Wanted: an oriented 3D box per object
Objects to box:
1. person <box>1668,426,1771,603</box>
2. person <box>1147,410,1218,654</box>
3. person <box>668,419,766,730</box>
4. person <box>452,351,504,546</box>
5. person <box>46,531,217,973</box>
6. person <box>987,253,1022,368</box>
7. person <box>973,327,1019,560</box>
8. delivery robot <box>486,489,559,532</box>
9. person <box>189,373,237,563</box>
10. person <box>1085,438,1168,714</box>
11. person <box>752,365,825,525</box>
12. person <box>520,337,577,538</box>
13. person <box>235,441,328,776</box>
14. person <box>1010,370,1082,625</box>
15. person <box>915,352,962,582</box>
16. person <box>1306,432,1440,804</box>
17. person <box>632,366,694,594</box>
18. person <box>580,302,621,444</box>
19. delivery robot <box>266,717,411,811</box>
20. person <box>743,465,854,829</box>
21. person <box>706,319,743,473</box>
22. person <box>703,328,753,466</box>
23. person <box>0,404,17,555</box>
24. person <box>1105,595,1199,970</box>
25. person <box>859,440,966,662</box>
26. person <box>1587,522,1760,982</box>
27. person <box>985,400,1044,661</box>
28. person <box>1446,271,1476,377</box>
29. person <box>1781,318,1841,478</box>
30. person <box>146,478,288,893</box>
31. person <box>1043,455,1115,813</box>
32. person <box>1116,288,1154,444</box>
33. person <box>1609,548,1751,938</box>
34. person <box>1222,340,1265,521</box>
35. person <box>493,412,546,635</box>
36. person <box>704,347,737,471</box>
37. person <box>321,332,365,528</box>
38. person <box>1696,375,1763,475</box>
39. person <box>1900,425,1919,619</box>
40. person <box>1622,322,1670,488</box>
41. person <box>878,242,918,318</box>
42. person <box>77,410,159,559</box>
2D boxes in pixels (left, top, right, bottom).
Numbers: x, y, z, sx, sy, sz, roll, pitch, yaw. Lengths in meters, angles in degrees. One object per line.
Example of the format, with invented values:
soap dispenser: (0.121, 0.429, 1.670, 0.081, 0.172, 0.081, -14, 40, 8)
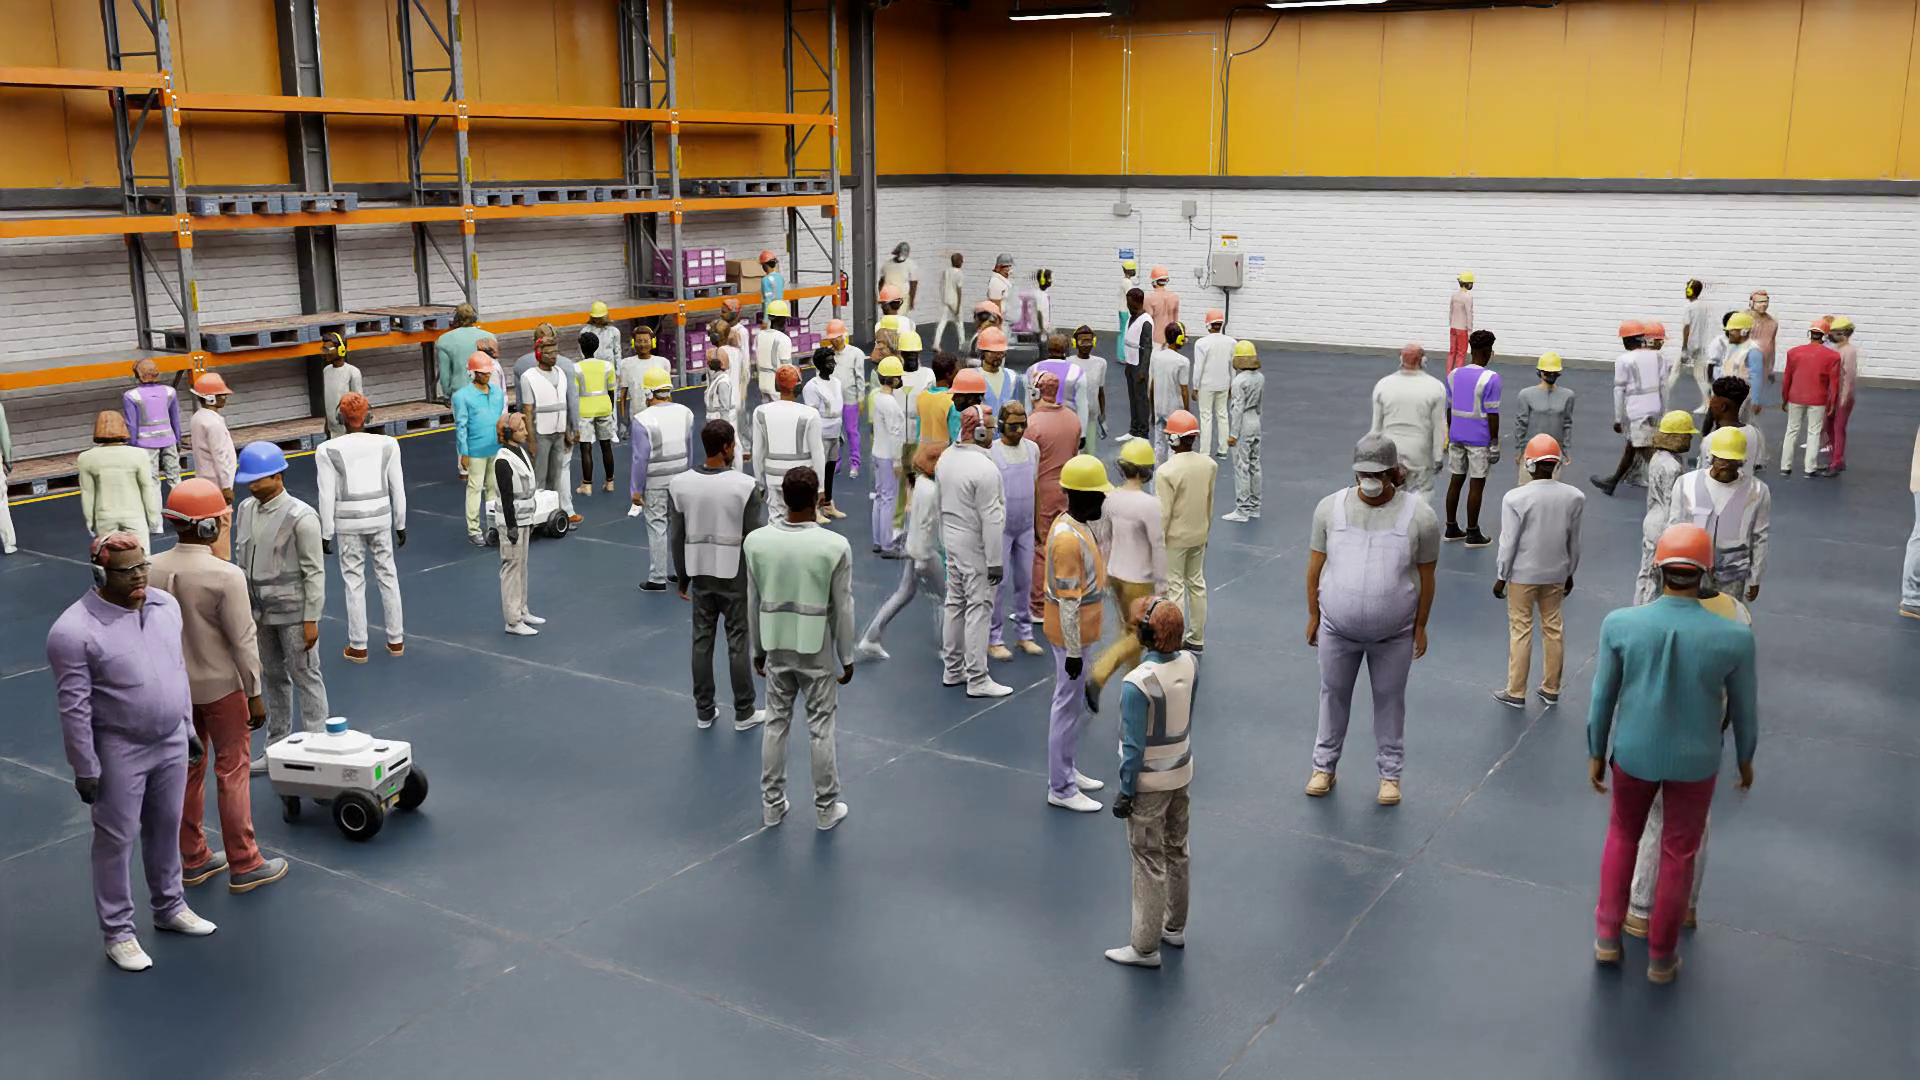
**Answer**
person: (4.755, 0.180, 10.503, 0.593, 1.825, 0.403, 6, 14, 25)
person: (1.528, -0.033, 11.577, 0.562, 1.752, 0.327, -11, 17, -39)
person: (-1.468, 0.221, 10.129, 0.590, 1.913, 0.399, 4, 13, 16)
person: (-4.295, -0.835, 15.056, 0.335, 1.749, 0.575, 8, 15, 31)
person: (-3.558, 0.894, 7.224, 0.401, 1.907, 0.648, 5, 14, 21)
person: (0.680, -3.395, 25.534, 0.536, 2.000, 0.683, 3, 13, 12)
person: (0.263, -0.808, 14.302, 0.605, 2.045, 0.382, -8, 15, -30)
delivery robot: (-3.981, -0.295, 15.134, 0.477, 0.478, 0.707, 6, 14, 24)
person: (-6.032, -0.485, 13.536, 0.328, 1.753, 0.560, -10, 16, -38)
person: (1.035, 0.235, 10.430, 0.698, 1.746, 0.538, -8, 15, -31)
person: (-1.328, -0.433, 13.027, 0.585, 1.882, 0.343, 4, 13, 16)
person: (-3.830, -0.964, 15.414, 0.391, 1.846, 0.564, 6, 14, 26)
person: (-3.802, 0.397, 9.298, 0.602, 1.943, 0.393, 6, 14, 25)
person: (0.619, -0.321, 12.492, 0.409, 1.907, 0.651, 11, 17, 40)
person: (-0.147, -0.570, 13.543, 0.391, 1.920, 0.587, -9, 16, -34)
person: (2.196, 0.422, 8.975, 0.689, 2.000, 0.539, 5, 14, 19)
person: (-2.399, -0.482, 13.352, 0.404, 1.833, 0.590, 10, 16, 37)
person: (-4.381, -2.043, 20.339, 0.485, 1.734, 0.321, -3, 13, -11)
delivery robot: (-3.268, 1.177, 8.751, 0.707, 0.478, 0.477, 3, 13, 14)
person: (-0.836, 0.566, 8.654, 0.585, 1.908, 0.387, 4, 13, 15)
person: (-2.427, -1.338, 17.040, 0.340, 1.845, 0.513, 6, 14, 23)
person: (-2.486, -1.583, 18.625, 0.837, 1.598, 0.517, -3, 13, -12)
person: (-8.558, -0.651, 14.511, 0.522, 1.638, 0.310, -10, 16, -36)
person: (0.843, 1.039, 7.177, 0.309, 1.641, 0.514, 10, 16, 36)
person: (-0.301, 0.090, 11.442, 0.833, 1.585, 0.520, -2, 13, -9)
person: (2.991, 0.903, 7.005, 0.640, 1.986, 0.460, 8, 15, 32)
person: (0.351, -0.068, 11.560, 0.514, 1.835, 0.355, -9, 16, -33)
person: (7.627, -3.190, 25.246, 0.324, 1.767, 0.533, -4, 14, -16)
person: (9.304, -1.553, 18.204, 0.574, 1.740, 0.348, 10, 16, 36)
person: (-3.567, 0.690, 7.914, 0.621, 1.992, 0.397, 4, 14, 18)
person: (0.635, 0.489, 8.934, 0.371, 1.925, 0.595, 2, 13, 7)
person: (2.167, -2.111, 20.245, 0.392, 1.914, 0.587, -3, 13, -15)
person: (3.178, 0.873, 7.457, 0.633, 1.843, 0.429, -5, 14, -21)
person: (2.729, -1.051, 16.031, 0.319, 1.735, 0.493, 11, 17, 39)
person: (-3.264, -0.125, 12.229, 0.307, 1.641, 0.512, -1, 13, -2)
person: (-2.352, -1.080, 16.380, 0.308, 1.637, 0.510, -3, 13, -15)
person: (-5.780, -1.011, 15.565, 0.532, 1.870, 0.316, 8, 15, 31)
person: (5.377, -0.187, 11.779, 0.603, 1.966, 0.367, -10, 16, -38)
person: (7.433, -0.398, 12.630, 0.391, 1.995, 0.613, 9, 16, 34)
person: (7.297, -1.440, 17.682, 0.338, 1.749, 0.573, 3, 13, 14)
person: (-1.128, -4.313, 29.514, 0.718, 2.000, 0.544, 5, 14, 19)
person: (-6.251, -0.152, 12.384, 0.504, 1.628, 0.278, -3, 13, -14)
